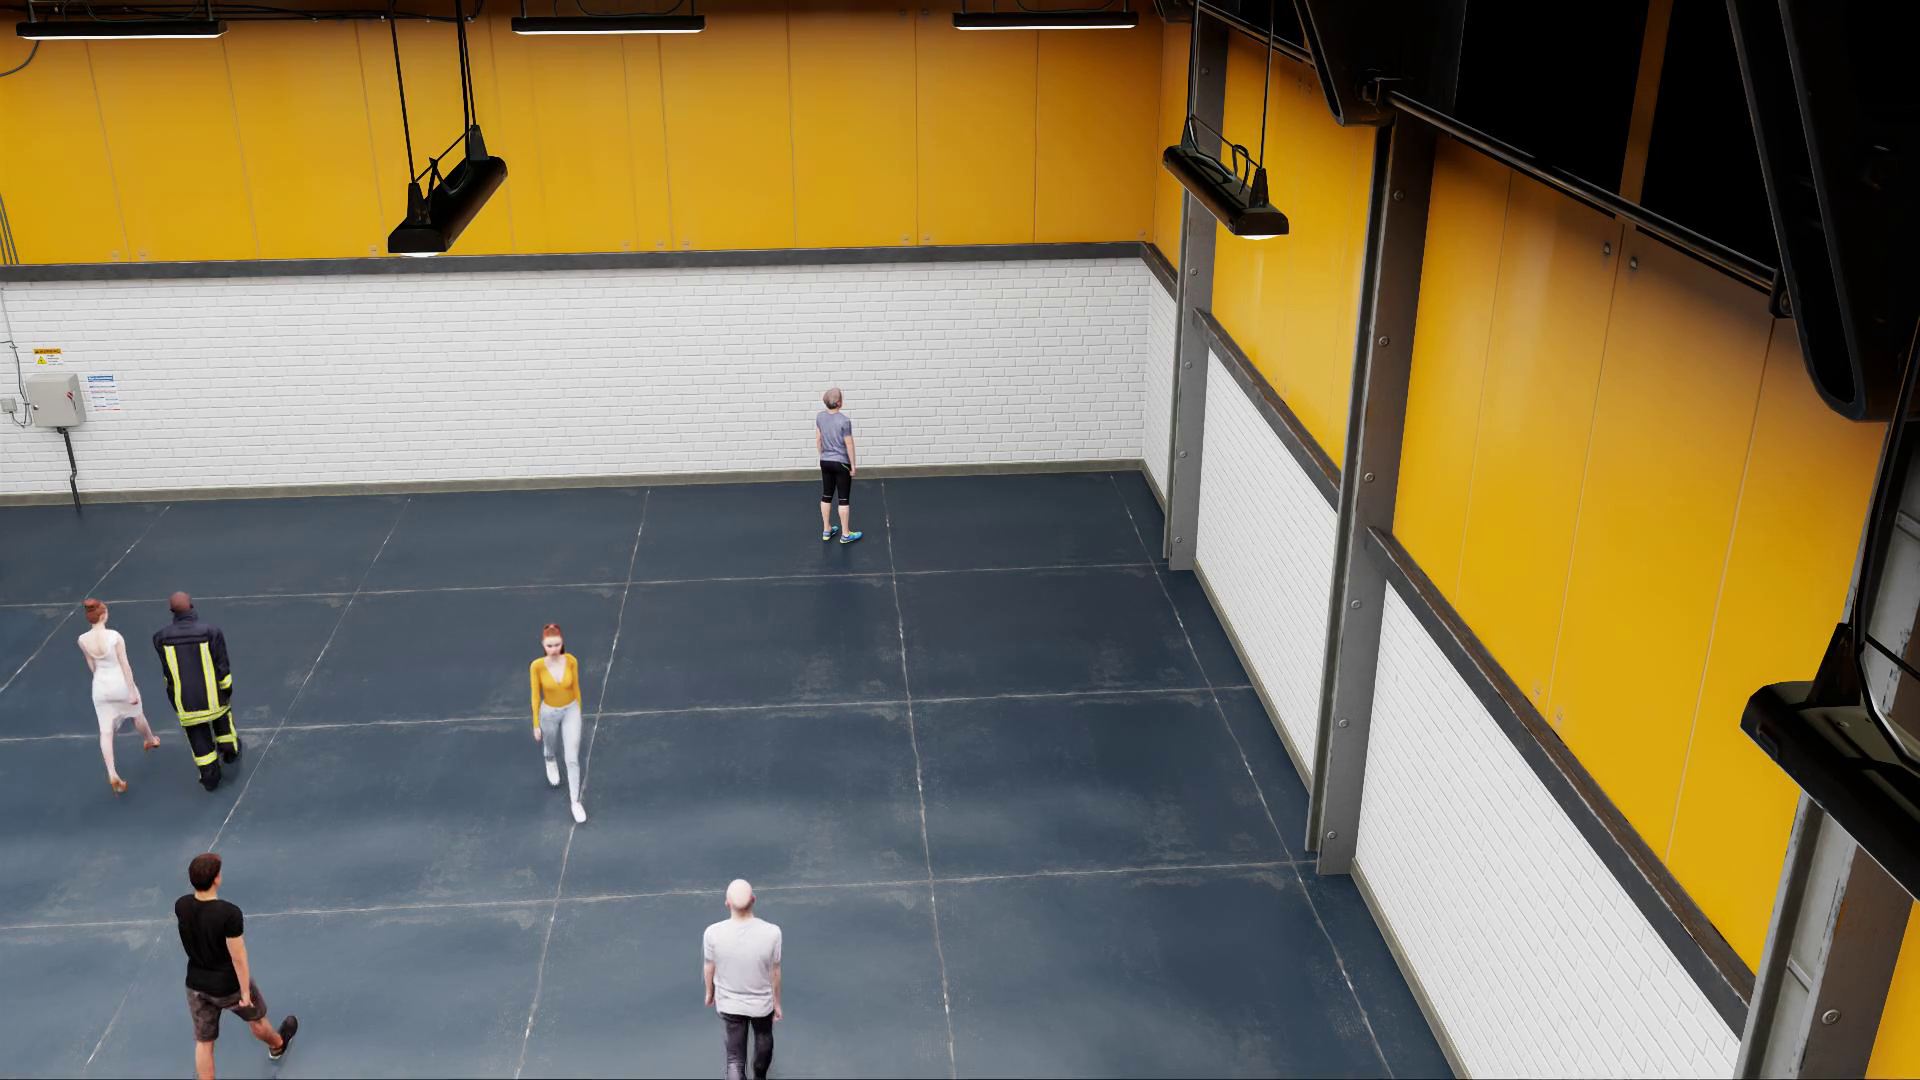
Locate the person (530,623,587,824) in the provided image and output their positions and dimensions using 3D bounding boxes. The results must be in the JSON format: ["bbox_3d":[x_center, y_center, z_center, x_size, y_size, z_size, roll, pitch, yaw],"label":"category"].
[{"bbox_3d":[-3.466,1.504,14.288,0.880,1.721,1.230,-11,26,-23],"label":"person"}]

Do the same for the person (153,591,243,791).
[{"bbox_3d":[-6.689,1.340,14.577,0.861,1.791,1.055,-8,25,-17],"label":"person"}]

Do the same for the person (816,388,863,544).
[{"bbox_3d":[-1.458,-0.889,19.555,0.759,1.887,0.783,14,27,29],"label":"person"}]

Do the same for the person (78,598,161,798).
[{"bbox_3d":[-7.438,1.399,14.499,0.650,1.744,1.093,0,24,0],"label":"person"}]

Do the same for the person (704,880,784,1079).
[{"bbox_3d":[-1.374,3.041,10.665,0.674,1.806,1.227,-3,24,-6],"label":"person"}]

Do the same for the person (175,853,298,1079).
[{"bbox_3d":[-4.917,2.947,10.863,0.832,1.821,1.167,3,24,6],"label":"person"}]
